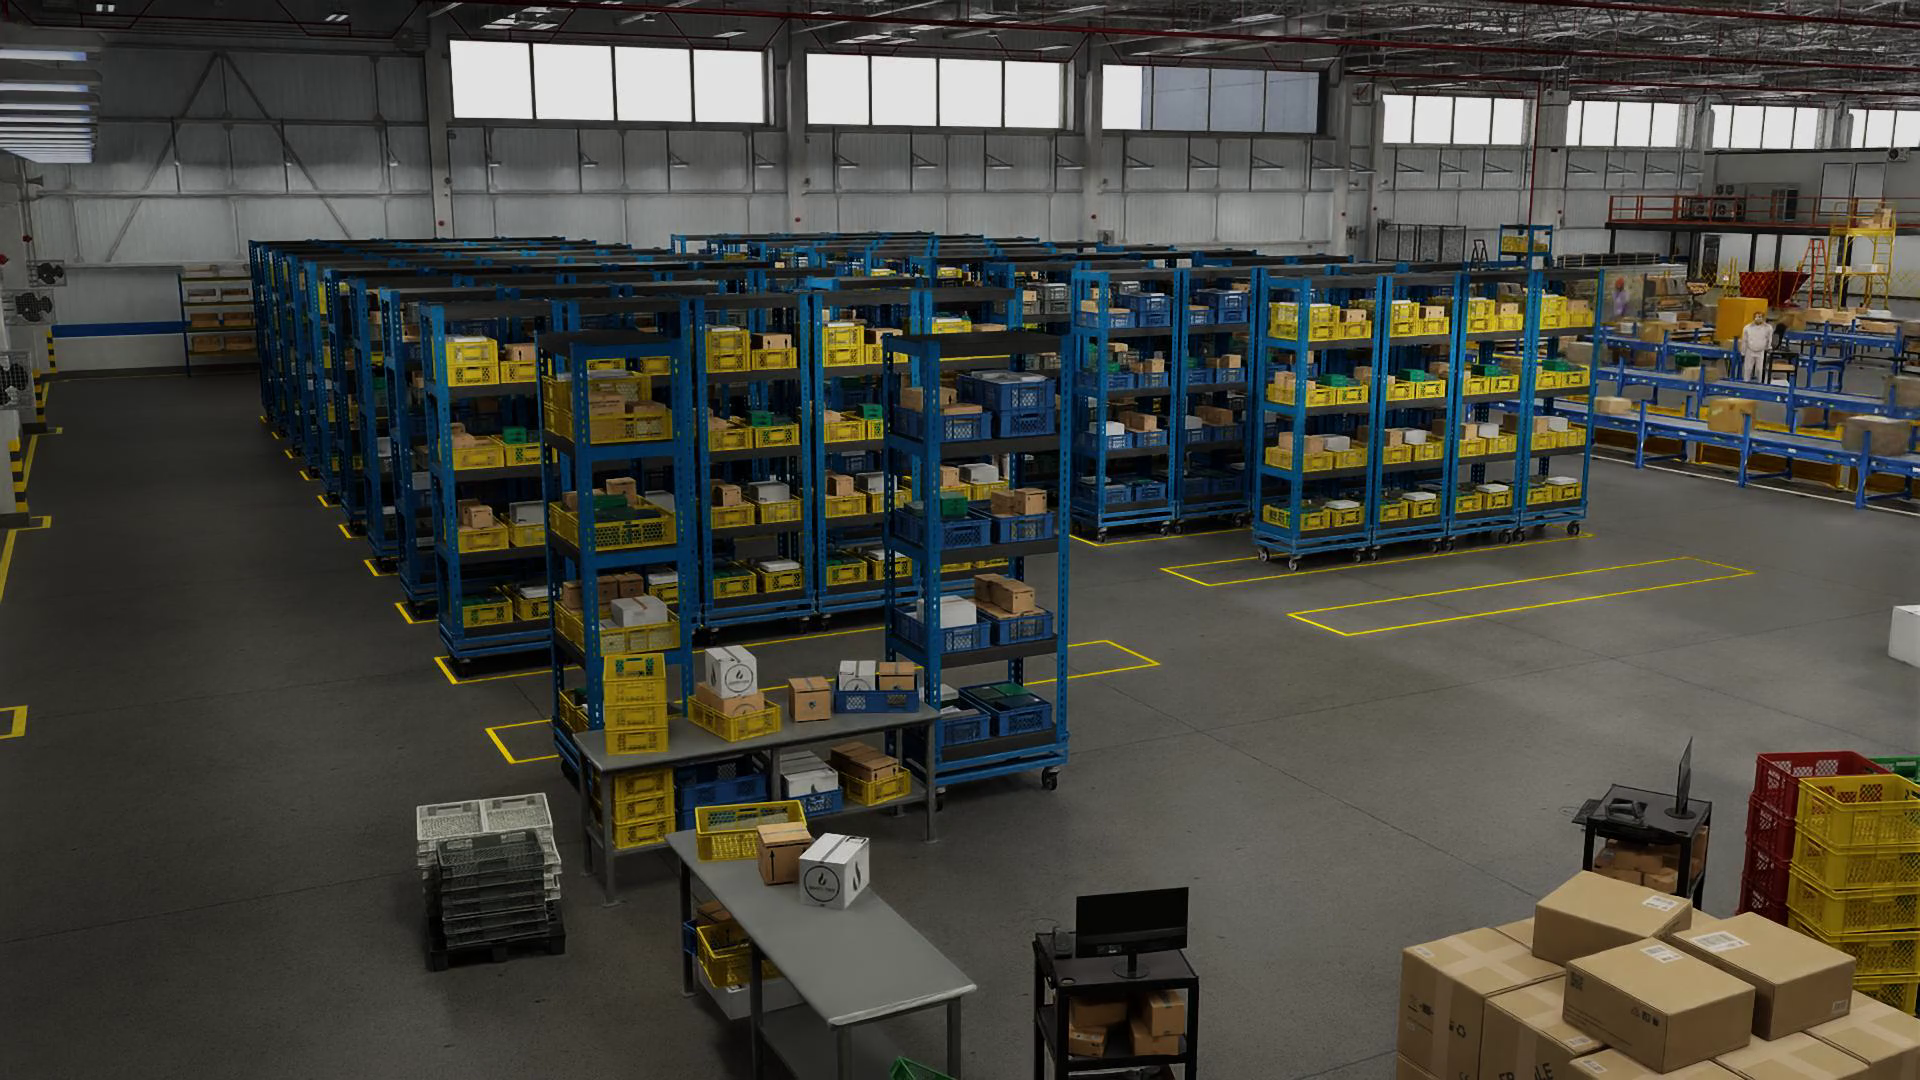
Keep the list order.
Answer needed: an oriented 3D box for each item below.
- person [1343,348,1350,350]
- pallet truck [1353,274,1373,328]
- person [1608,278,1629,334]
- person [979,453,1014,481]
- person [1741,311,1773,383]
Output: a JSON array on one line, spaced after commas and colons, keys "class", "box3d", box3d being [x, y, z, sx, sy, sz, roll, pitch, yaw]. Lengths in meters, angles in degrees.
[{"class": "person", "box3d": [7.489, -3.081, 32.569, 0.541, 1.741, 0.709, -5, 13, -23]}, {"class": "pallet truck", "box3d": [13.011, -8.050, 55.243, 0.823, 1.965, 1.885, -7, 14, -28]}, {"class": "person", "box3d": [19.447, -6.715, 49.026, 1.038, 1.996, 0.626, -4, 13, -17]}, {"class": "person", "box3d": [0.559, -1.286, 23.610, 0.612, 1.994, 0.395, 0, 12, 1]}, {"class": "person", "box3d": [18.001, -4.229, 37.625, 0.634, 1.900, 0.399, 6, 14, 27]}]
